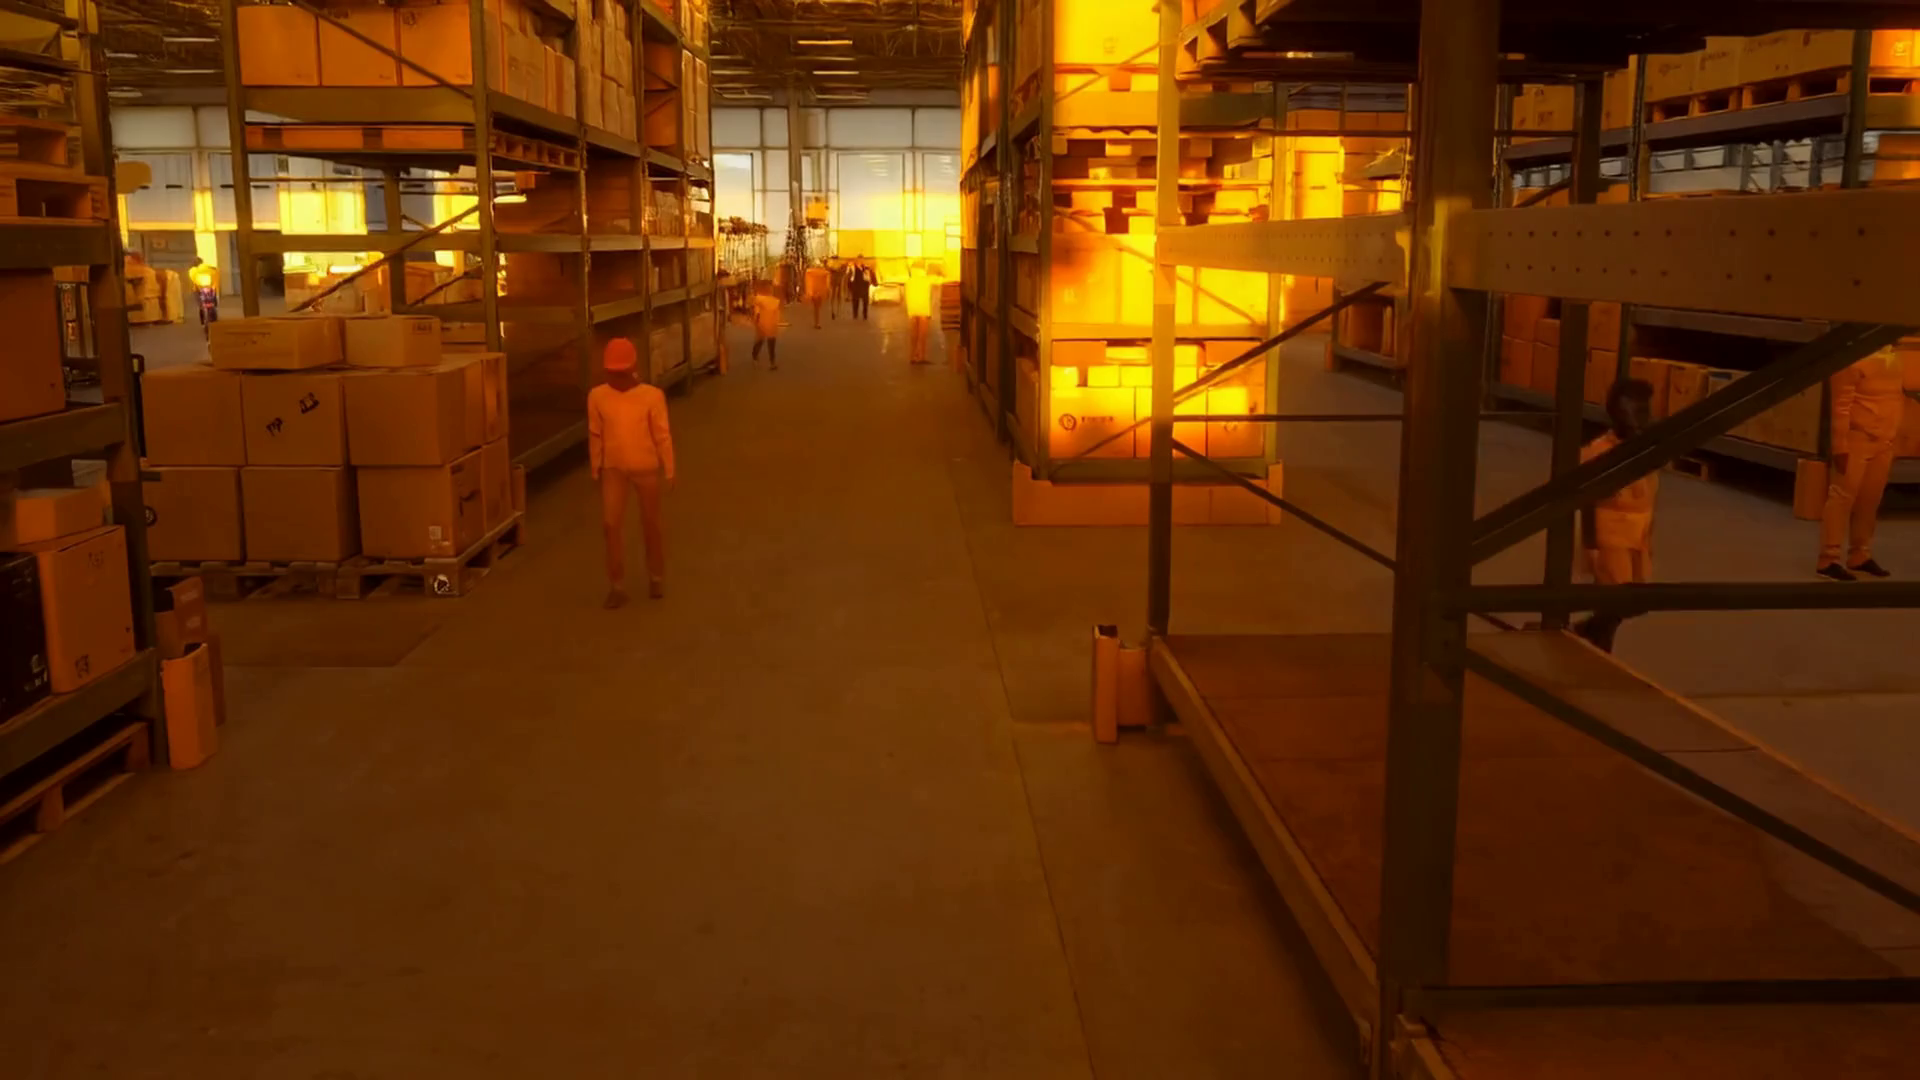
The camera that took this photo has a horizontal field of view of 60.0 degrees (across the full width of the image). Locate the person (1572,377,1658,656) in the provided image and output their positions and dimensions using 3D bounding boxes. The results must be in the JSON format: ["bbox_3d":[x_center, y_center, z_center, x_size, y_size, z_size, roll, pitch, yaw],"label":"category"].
[{"bbox_3d":[3.286,0.000,8.456,0.547,1.677,0.457,-7,13,-35],"label":"person"}]

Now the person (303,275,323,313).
[{"bbox_3d":[-13.676,-4.774,35.198,0.333,1.638,0.532,5,11,25],"label":"person"}]

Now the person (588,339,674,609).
[{"bbox_3d":[-2.116,-0.426,10.705,0.571,1.723,0.766,0,10,-1],"label":"person"}]

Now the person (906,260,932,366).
[{"bbox_3d":[-0.764,-4.292,31.499,0.377,1.992,0.622,9,13,40],"label":"person"}]

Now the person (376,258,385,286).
[{"bbox_3d":[-18.668,-8.131,53.341,0.807,1.846,0.524,-2,10,-9],"label":"person"}]

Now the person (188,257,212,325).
[{"bbox_3d":[-21.572,-7.075,47.298,0.593,1.884,0.804,-4,11,-19],"label":"person"}]

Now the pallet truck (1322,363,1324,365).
[{"bbox_3d":[7.712,-4.157,30.737,1.885,1.965,0.823,3,11,16],"label":"pallet truck"}]

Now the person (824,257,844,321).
[{"bbox_3d":[-3.755,-7.455,49.449,0.631,1.891,1.041,0,10,1],"label":"person"}]

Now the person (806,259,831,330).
[{"bbox_3d":[-3.769,-6.548,44.384,0.651,1.890,1.036,-2,10,-11],"label":"person"}]

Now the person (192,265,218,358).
[{"bbox_3d":[-13.213,-3.845,29.164,0.359,1.936,0.552,-3,11,-18],"label":"person"}]

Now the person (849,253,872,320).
[{"bbox_3d":[-2.975,-7.608,49.842,0.699,2.000,0.634,1,10,3],"label":"person"}]

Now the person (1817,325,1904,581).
[{"bbox_3d":[6.300,-0.660,11.550,0.647,1.900,0.401,-5,11,-26],"label":"person"}]

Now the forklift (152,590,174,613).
[{"bbox_3d":[-5.858,-0.811,9.639,1.873,2.768,1.129,-1,10,-3],"label":"forklift"}]

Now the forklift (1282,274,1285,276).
[{"bbox_3d":[12.224,-10.384,62.970,1.129,2.768,1.873,0,10,-2],"label":"forklift"}]

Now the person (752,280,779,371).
[{"bbox_3d":[-3.602,-3.942,30.502,0.536,1.658,0.824,-8,13,-36],"label":"person"}]

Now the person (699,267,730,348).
[{"bbox_3d":[-4.751,-4.344,32.141,0.580,1.874,0.448,-3,11,-18],"label":"person"}]

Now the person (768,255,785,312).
[{"bbox_3d":[-6.327,-8.606,55.840,0.954,1.876,0.612,1,10,7],"label":"person"}]
